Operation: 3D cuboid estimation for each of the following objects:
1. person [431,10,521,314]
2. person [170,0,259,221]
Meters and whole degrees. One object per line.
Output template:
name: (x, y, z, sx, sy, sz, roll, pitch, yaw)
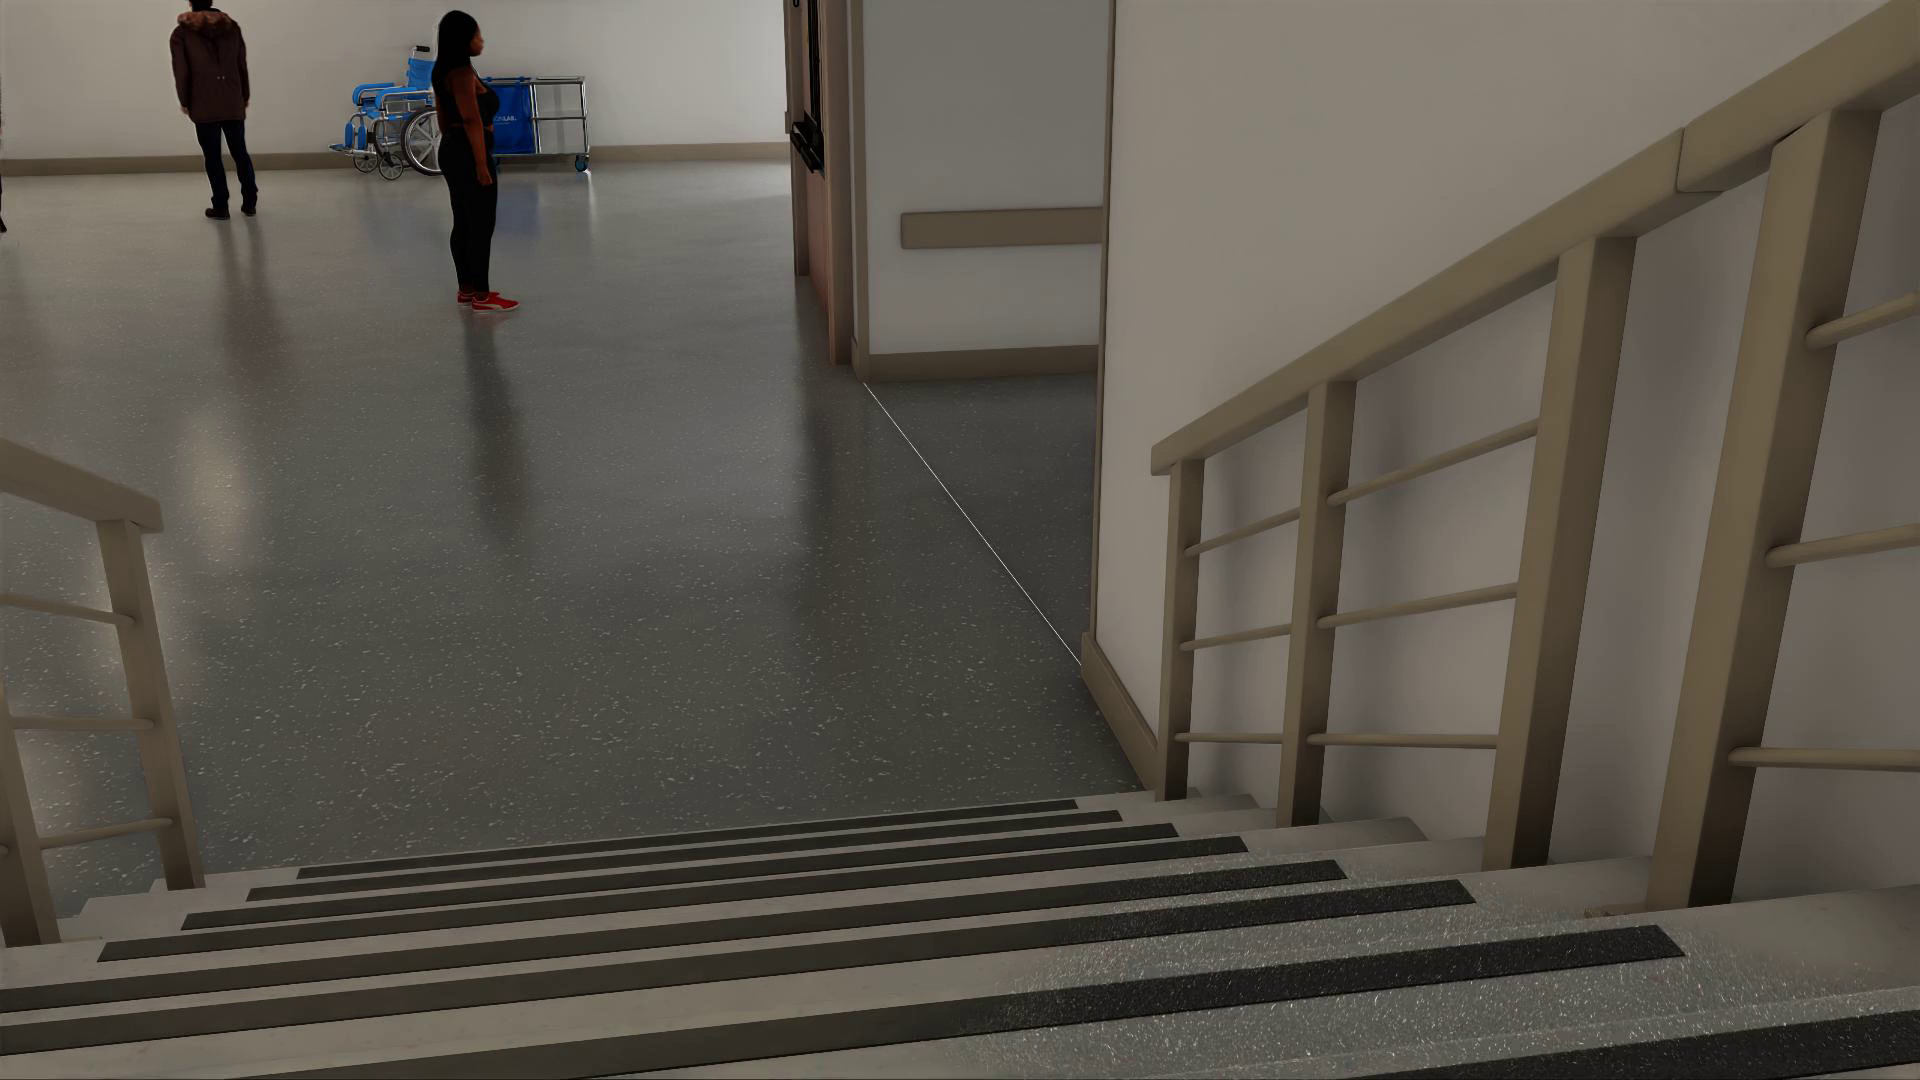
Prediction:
person: (-3.060, -2.349, 10.346, 0.831, 1.815, 0.704, -14, 25, -32)
person: (-6.022, -3.551, 13.472, 0.902, 1.848, 0.879, 20, 28, 41)
